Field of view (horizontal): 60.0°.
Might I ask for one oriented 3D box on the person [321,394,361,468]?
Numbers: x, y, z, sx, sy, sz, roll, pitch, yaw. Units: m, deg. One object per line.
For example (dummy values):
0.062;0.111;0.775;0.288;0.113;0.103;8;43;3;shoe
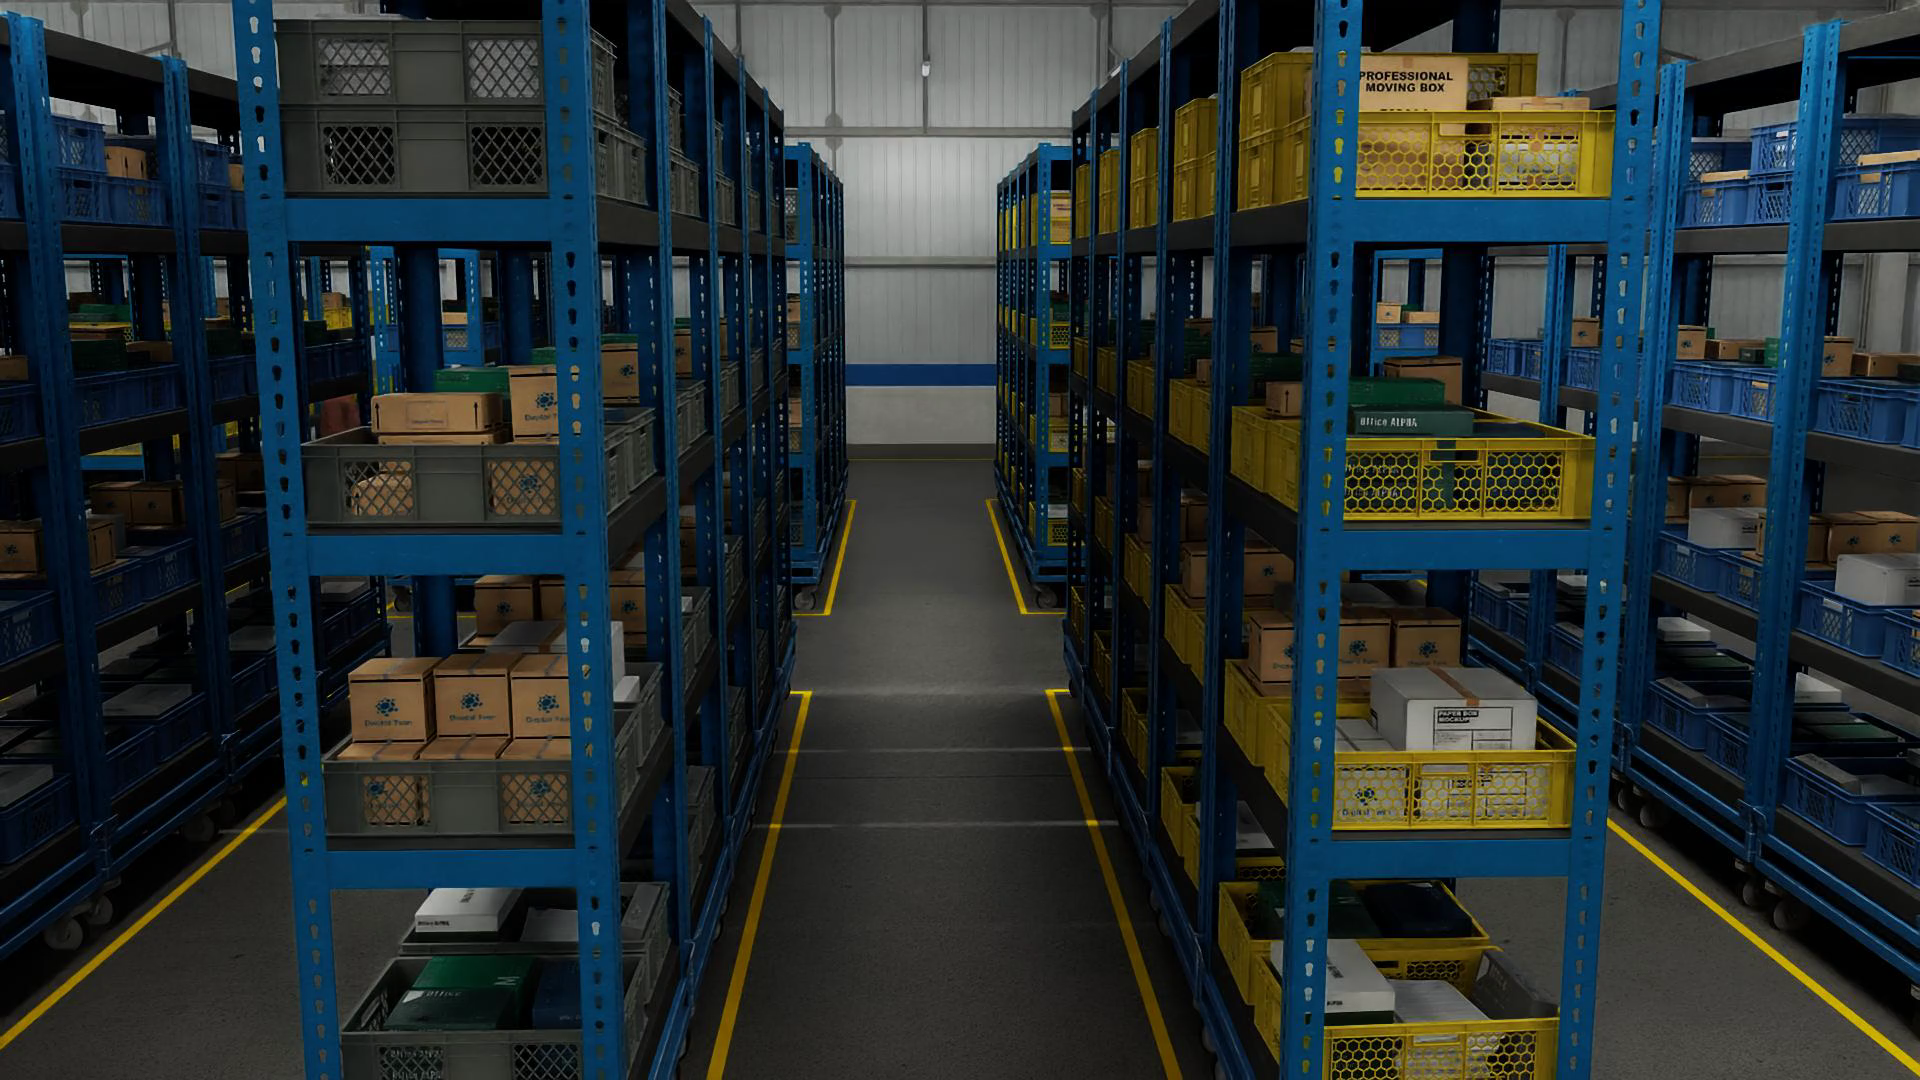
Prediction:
-5.559;-0.734;14.886;0.449;1.971;0.627;-2;10;-10;person
